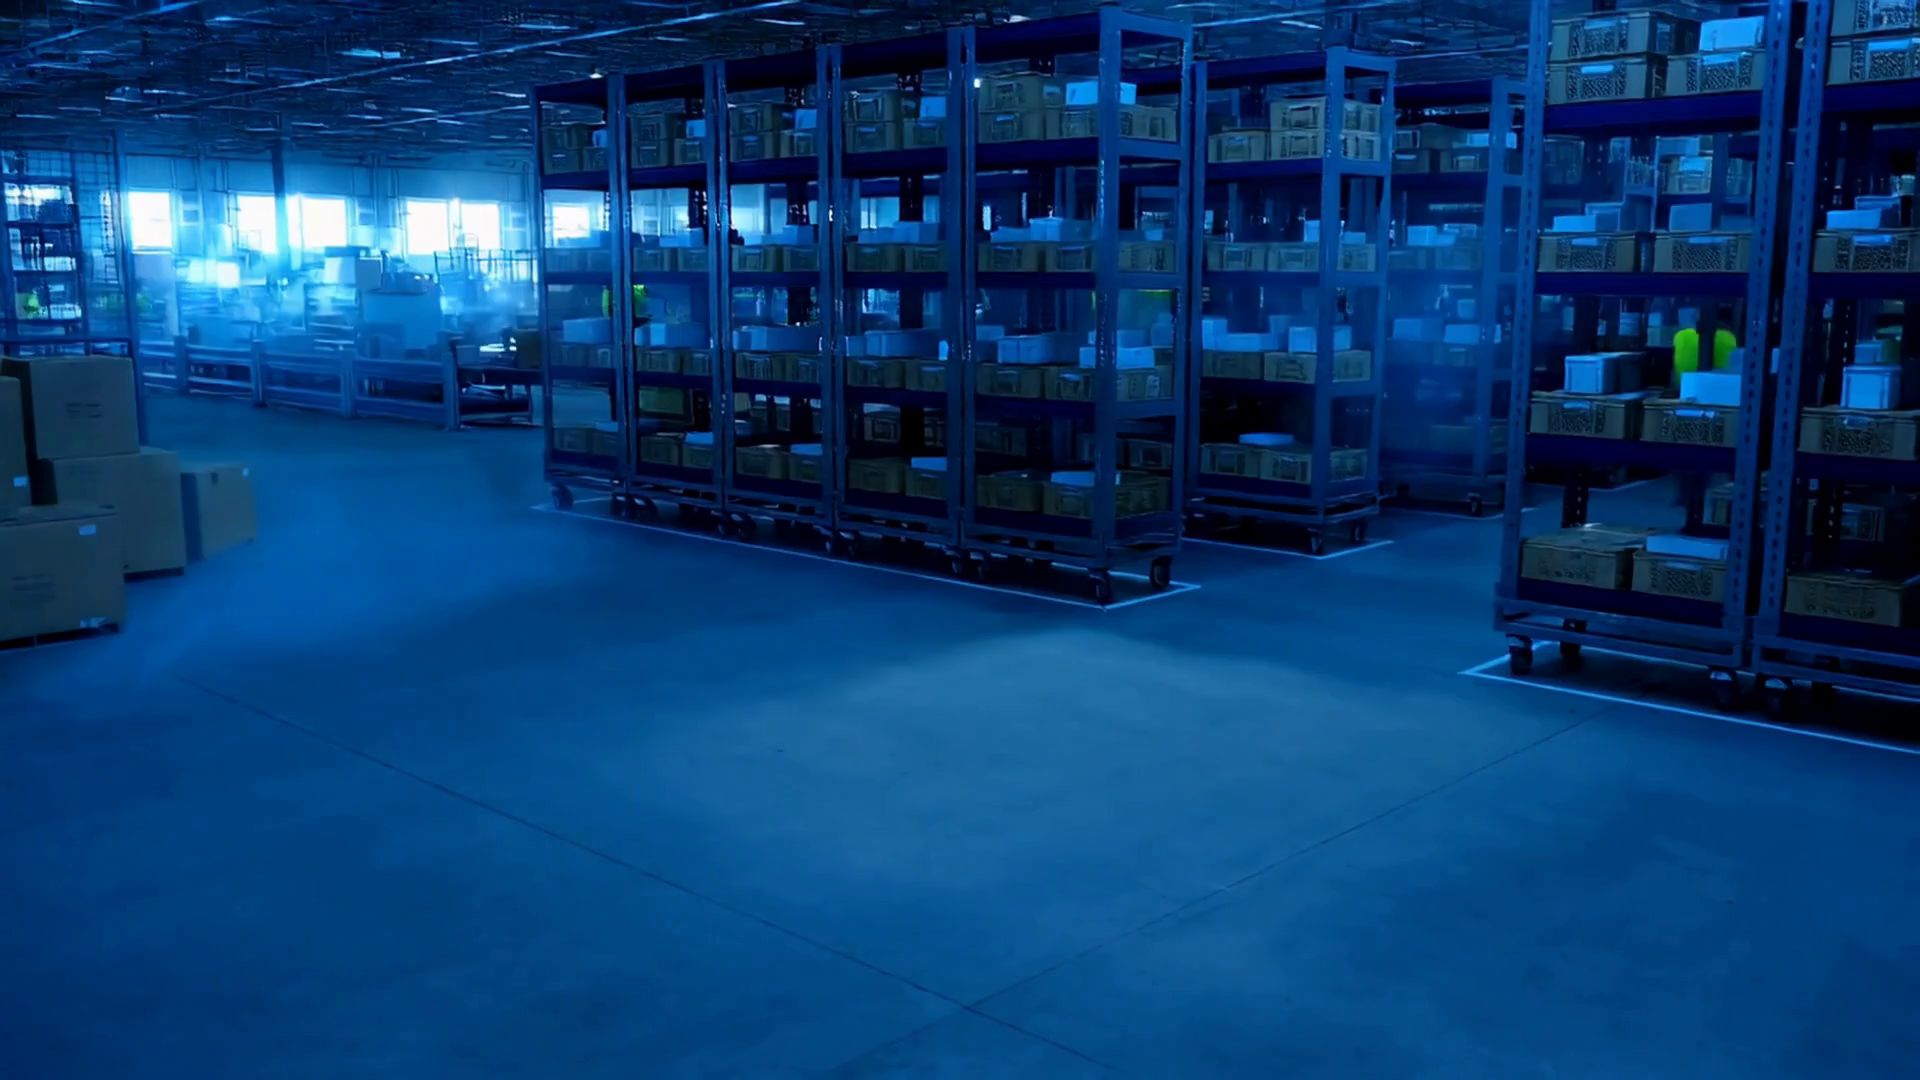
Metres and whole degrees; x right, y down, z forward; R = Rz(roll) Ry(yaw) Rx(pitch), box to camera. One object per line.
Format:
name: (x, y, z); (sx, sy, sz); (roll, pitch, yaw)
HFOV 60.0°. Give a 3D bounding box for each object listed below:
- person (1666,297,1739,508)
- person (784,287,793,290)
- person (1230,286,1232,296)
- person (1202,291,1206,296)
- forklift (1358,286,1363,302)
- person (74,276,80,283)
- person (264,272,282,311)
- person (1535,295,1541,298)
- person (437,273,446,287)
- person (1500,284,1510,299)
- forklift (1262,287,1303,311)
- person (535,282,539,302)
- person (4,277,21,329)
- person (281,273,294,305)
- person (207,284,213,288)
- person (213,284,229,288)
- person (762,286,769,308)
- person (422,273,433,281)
person: (6.350, -1.172, 14.320); (0.531, 1.831, 0.595); (-7, 12, -38)
person: (-7.877, -11.102, 75.860); (0.517, 1.616, 0.601); (-6, 11, -34)
person: (9.050, -7.740, 54.427); (0.542, 1.901, 0.888); (3, 10, 17)
person: (7.121, -6.679, 48.553); (0.598, 1.679, 0.545); (7, 12, 36)
forklift: (11.100, -7.017, 46.970); (1.873, 2.768, 1.129); (9, 13, 43)
person: (-45.107, -12.830, 85.312); (0.375, 1.997, 0.608); (4, 10, 25)
person: (-22.087, -7.614, 53.433); (0.609, 1.961, 0.367); (2, 10, 13)
person: (15.346, -6.149, 44.895); (0.591, 1.823, 0.405); (-1, 9, -6)
person: (-17.826, -8.280, 57.634); (0.556, 1.919, 0.398); (7, 12, 37)
person: (8.409, -3.015, 25.440); (1.022, 1.896, 0.640); (8, 12, 40)
forklift: (10.769, -8.203, 54.240); (1.129, 2.768, 1.873); (8, 12, 42)
person: (-16.125, -9.298, 64.068); (0.521, 1.865, 0.336); (3, 10, 19)
person: (-32.534, -8.164, 57.153); (0.561, 1.848, 0.649); (-7, 12, -37)
person: (-24.713, -8.824, 61.052); (0.601, 1.903, 0.454); (5, 11, 29)
person: (-36.709, -12.193, 81.613); (0.361, 1.929, 0.587); (0, 9, 0)
person: (-26.522, -8.636, 59.783); (0.552, 1.932, 0.377); (-3, 10, -16)
person: (-5.685, -6.759, 49.200); (0.276, 1.631, 0.507); (-5, 10, -27)
person: (-25.943, -12.053, 81.015); (0.626, 1.846, 0.429); (0, 9, 1)
